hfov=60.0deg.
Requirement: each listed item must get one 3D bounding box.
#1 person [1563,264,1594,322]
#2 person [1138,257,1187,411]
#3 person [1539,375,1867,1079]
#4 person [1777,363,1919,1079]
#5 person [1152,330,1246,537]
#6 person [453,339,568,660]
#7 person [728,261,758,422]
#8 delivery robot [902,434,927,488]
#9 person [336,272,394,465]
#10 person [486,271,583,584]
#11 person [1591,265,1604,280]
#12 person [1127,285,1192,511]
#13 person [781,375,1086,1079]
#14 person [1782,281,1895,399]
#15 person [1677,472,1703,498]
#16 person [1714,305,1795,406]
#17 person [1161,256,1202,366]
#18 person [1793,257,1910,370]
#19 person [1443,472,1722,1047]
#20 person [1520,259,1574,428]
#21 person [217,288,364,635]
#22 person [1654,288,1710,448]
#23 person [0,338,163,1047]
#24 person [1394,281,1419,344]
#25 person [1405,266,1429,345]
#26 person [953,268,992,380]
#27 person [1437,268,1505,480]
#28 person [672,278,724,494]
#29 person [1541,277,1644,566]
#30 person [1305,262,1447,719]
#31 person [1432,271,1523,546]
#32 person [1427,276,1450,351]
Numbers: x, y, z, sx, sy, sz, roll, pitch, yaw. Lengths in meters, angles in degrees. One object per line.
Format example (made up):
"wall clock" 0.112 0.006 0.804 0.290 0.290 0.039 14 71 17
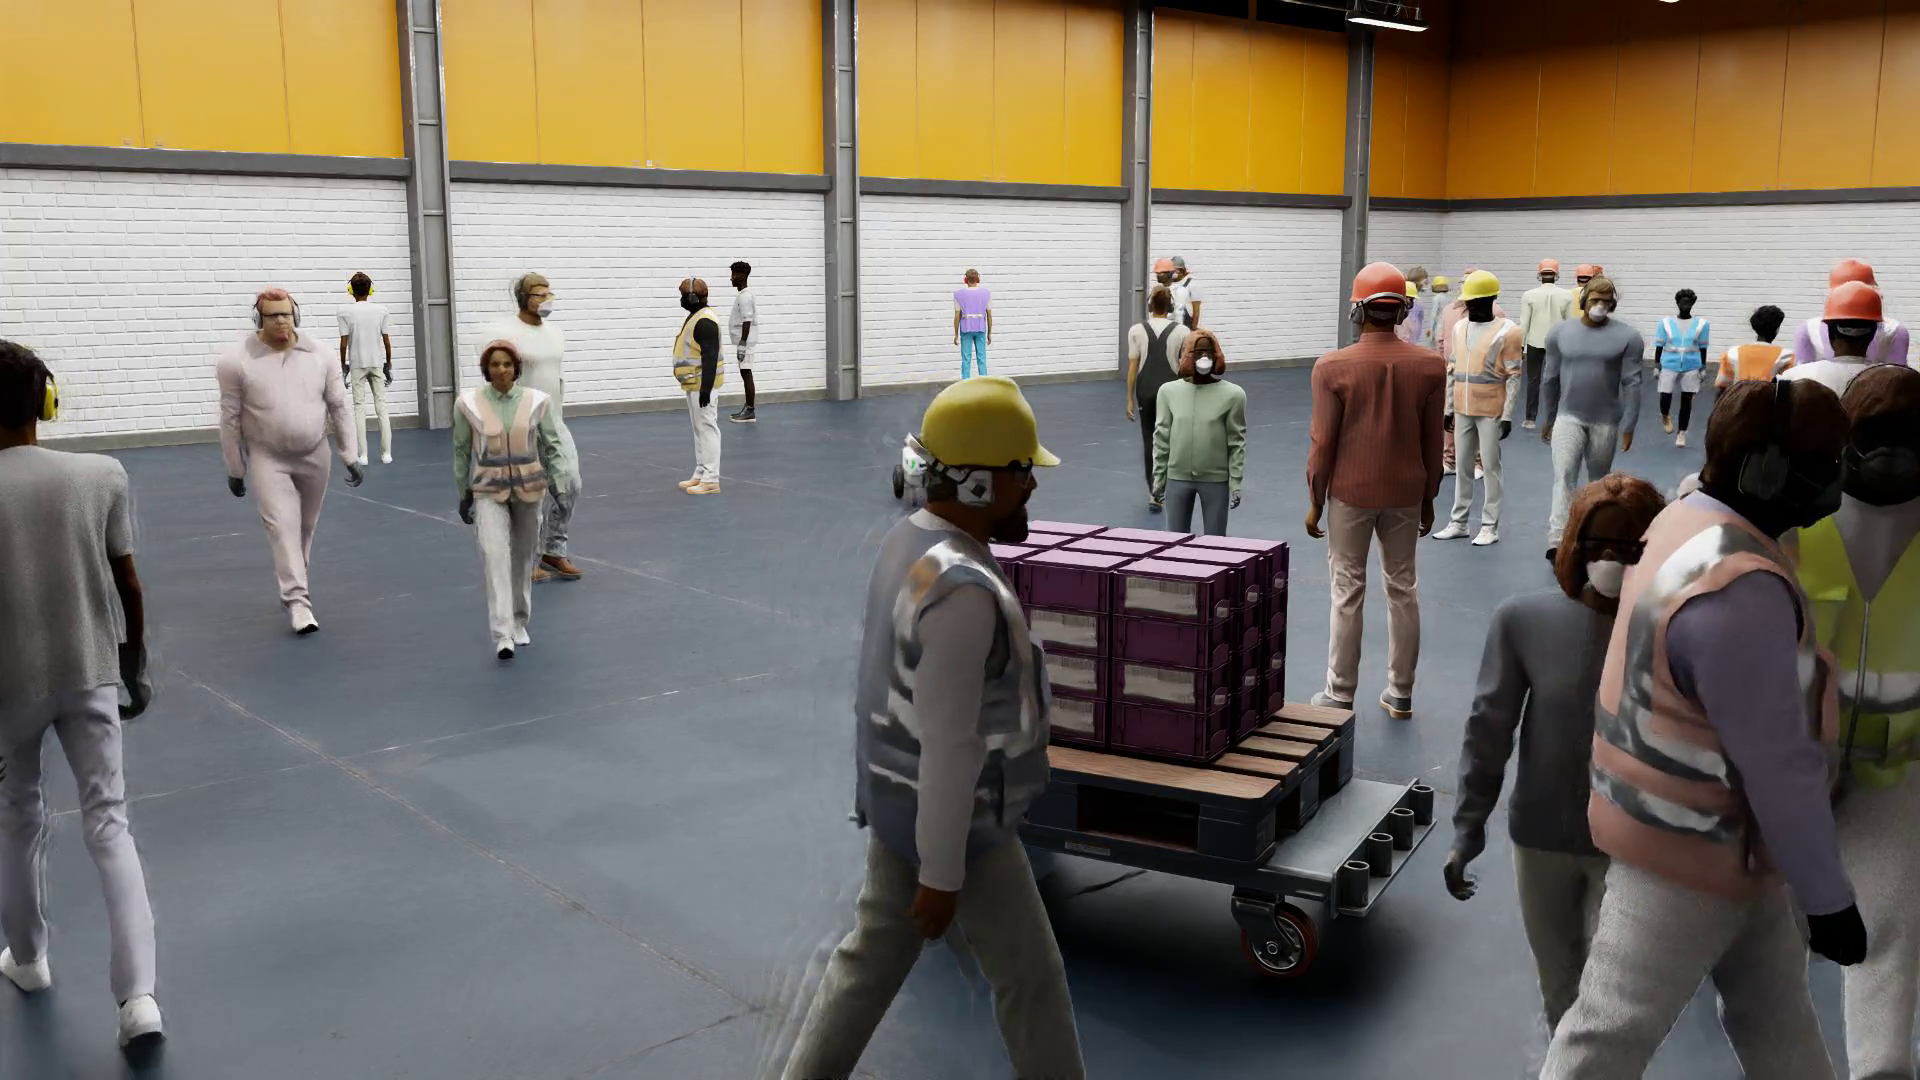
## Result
"person" 8.292 -2.713 22.203 0.578 1.905 0.822 5 11 26
"person" 2.754 -2.703 21.869 0.908 2.013 0.609 -9 13 -42
"person" 1.538 0.594 3.163 0.963 1.795 0.634 4 10 20
"person" 2.040 0.490 3.829 0.615 1.791 0.941 4 11 23
"person" 1.270 -0.304 8.900 0.502 1.636 0.277 3 10 19
"person" -2.257 -0.201 8.386 0.533 1.595 0.832 -4 10 -21
"person" -2.655 -2.425 20.357 0.367 1.966 0.606 -1 10 -8
"delivery robot" -0.279 -0.631 13.701 0.477 0.478 0.707 -1 10 -7
"person" -5.776 -1.662 16.172 0.509 1.872 0.328 -6 12 -33
"person" -2.595 -0.672 10.197 0.584 1.921 0.626 6 11 31
"person" 9.735 -3.296 25.718 0.347 1.882 0.578 6 11 32
"person" 1.611 -1.146 13.372 0.530 1.801 0.972 2 10 12
"person" -0.039 0.547 3.496 0.901 1.790 0.593 -3 10 -15
"person" 3.699 -0.129 7.079 0.548 1.917 0.602 2 10 12
"person" 2.650 0.274 5.641 0.495 1.588 0.870 2 10 9
"person" 5.657 -0.829 11.848 0.591 1.674 0.385 8 12 38
"person" 3.280 -3.324 25.398 0.689 2.000 0.601 9 13 41
"person" 5.346 -0.683 10.022 0.632 2.023 0.557 5 11 26
"person" 1.298 0.652 3.449 0.508 1.588 0.833 6 12 33
"person" 6.882 -2.303 19.566 0.621 1.990 0.396 1 10 8
"person" -3.662 -0.443 9.117 0.658 1.850 1.007 -7 12 -37
"person" 7.686 -1.843 17.746 0.544 1.683 0.546 4 10 22
"person" -2.346 0.388 4.319 0.532 1.827 0.971 -7 12 -37
"person" 4.597 -1.815 17.394 0.337 1.759 0.525 0 10 -1
"person" 4.880 -2.051 18.305 0.483 1.918 0.645 0 10 -3
"person" 0.184 -2.956 23.821 0.567 1.845 0.389 -2 10 -10
"person" 4.594 -1.503 15.116 0.411 1.913 0.643 -8 13 -39
"person" -2.233 -1.310 14.207 0.430 1.840 0.621 -3 10 -17
"person" 4.137 -0.776 10.952 0.632 1.875 1.049 4 11 24
"person" 1.793 -0.196 7.221 0.611 1.995 0.375 -1 10 -8
"person" 3.639 -0.920 11.680 0.382 1.920 0.585 -7 12 -34
"person" 7.961 -3.493 27.362 0.836 1.704 0.497 7 12 37
